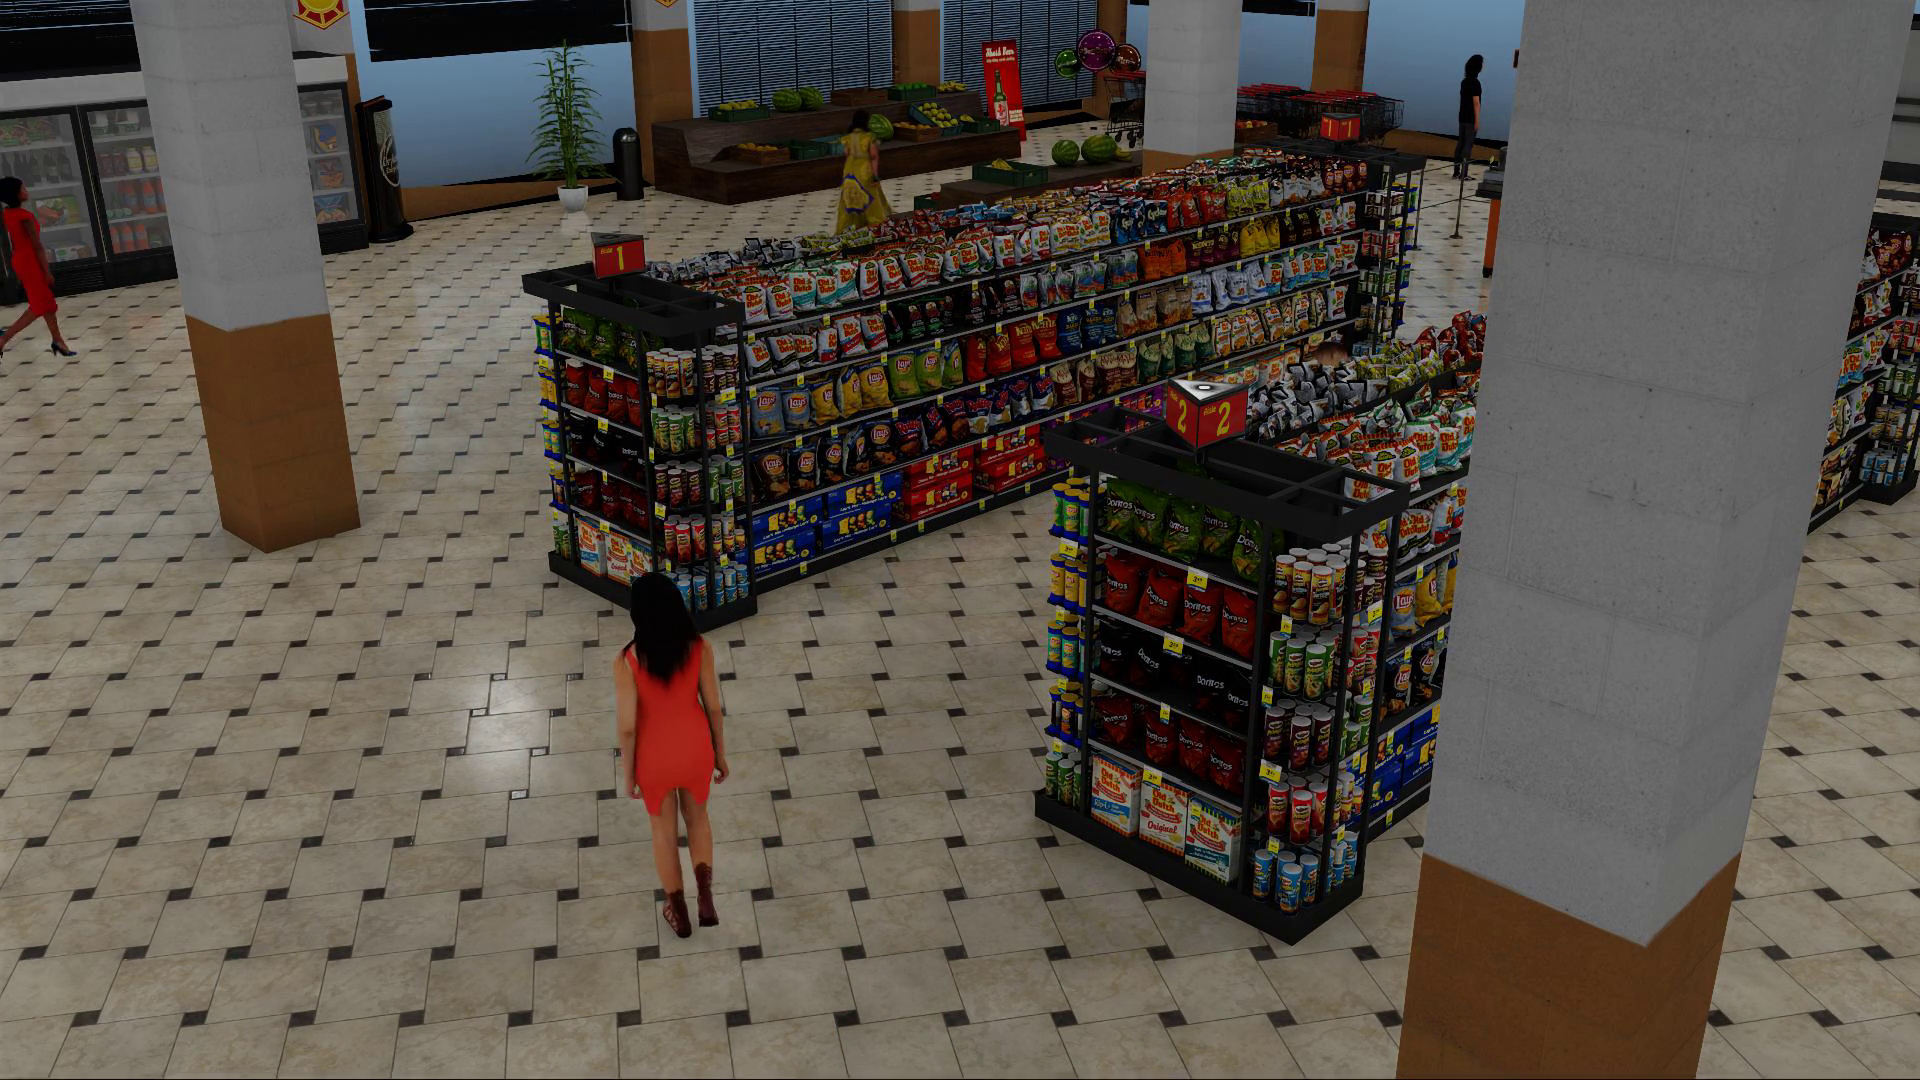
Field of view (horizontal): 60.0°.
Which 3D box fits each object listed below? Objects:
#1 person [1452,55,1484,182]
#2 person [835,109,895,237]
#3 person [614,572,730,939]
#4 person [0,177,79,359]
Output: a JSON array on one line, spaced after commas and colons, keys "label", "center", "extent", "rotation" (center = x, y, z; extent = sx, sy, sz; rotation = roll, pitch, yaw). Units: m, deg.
[{"label": "person", "center": [7.596, -6.313, 24.852], "extent": [0.717, 1.834, 0.710], "rotation": [-5, 22, -11]}, {"label": "person", "center": [-1.248, -4.414, 20.436], "extent": [1.065, 1.602, 1.408], "rotation": [8, 23, 19]}, {"label": "person", "center": [-1.170, 0.956, 6.929], "extent": [0.732, 1.708, 0.786], "rotation": [-10, 24, -24]}, {"label": "person", "center": [-8.692, -2.464, 15.423], "extent": [0.629, 1.722, 1.004], "rotation": [16, 27, 35]}]
